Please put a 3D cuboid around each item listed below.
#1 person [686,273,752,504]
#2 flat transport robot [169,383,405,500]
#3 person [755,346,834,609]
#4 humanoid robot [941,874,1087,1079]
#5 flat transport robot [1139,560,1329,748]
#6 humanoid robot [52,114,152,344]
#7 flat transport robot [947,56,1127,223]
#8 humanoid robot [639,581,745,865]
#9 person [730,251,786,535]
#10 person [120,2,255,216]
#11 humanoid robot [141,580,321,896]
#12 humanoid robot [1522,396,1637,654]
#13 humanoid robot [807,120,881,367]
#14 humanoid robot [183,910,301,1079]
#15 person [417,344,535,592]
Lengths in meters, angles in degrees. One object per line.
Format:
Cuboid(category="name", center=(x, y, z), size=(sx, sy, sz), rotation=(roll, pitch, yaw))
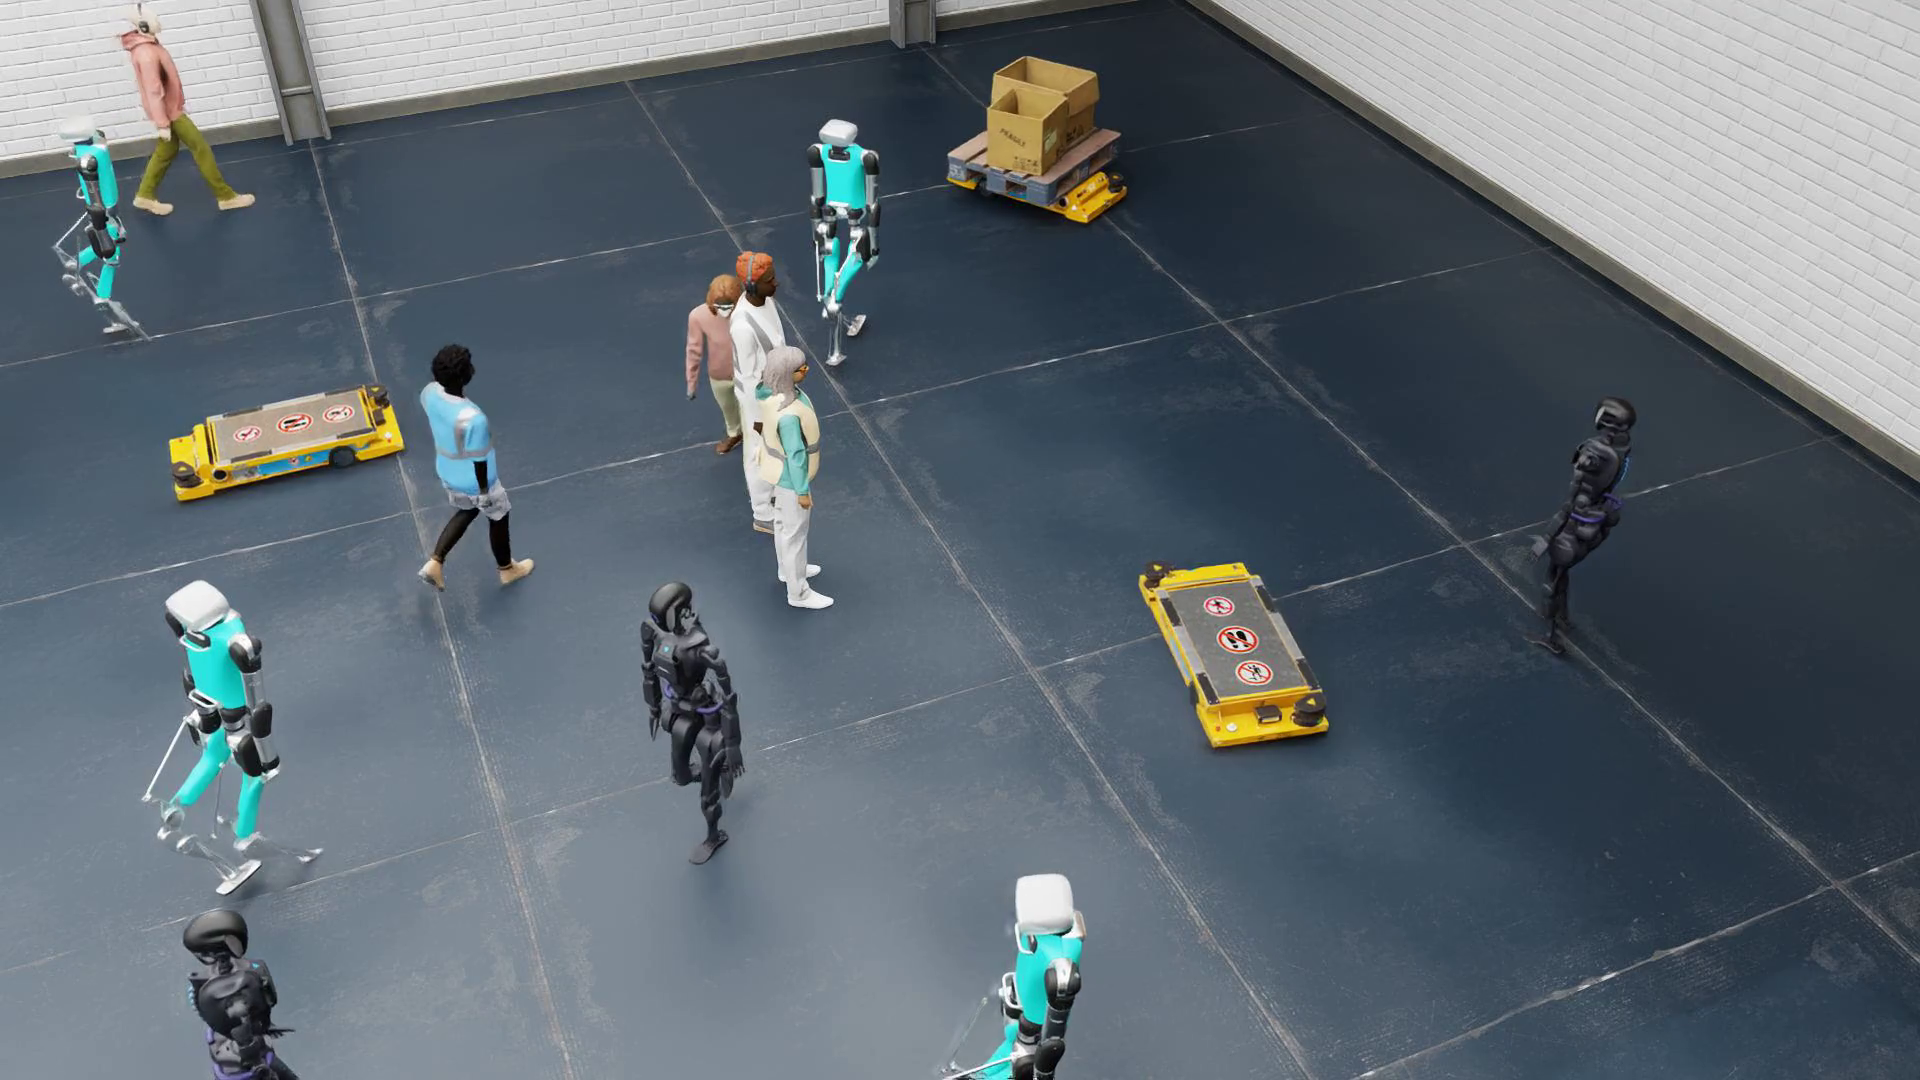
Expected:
Cuboid(category="person", center=(-1.438, -1.038, 10.551), size=(0.560, 1.568, 0.926), rotation=(-1, 38, -2))
Cuboid(category="flat transport robot", center=(-4.518, -0.670, 11.146), size=(1.431, 0.231, 0.659), rotation=(-15, 40, -19))
Cuboid(category="person", center=(-0.977, -0.361, 9.561), size=(0.364, 1.709, 0.468), rotation=(-10, 39, -12))
Cuboid(category="humanoid robot", center=(-0.007, 1.993, 6.495), size=(0.970, 1.769, 0.537), rotation=(-5, 38, -6))
Cuboid(category="flat transport robot", center=(1.539, 0.599, 9.494), size=(0.659, 0.231, 1.431), rotation=(-7, 38, -9))
Cuboid(category="humanoid robot", center=(-6.259, -2.124, 11.878), size=(0.744, 1.838, 0.562), rotation=(-9, 39, -12))
Cuboid(category="flat transport robot", center=(0.657, -3.103, 14.313), size=(1.431, 0.231, 0.659), rotation=(23, 43, 27))
Cuboid(category="humanoid robot", center=(-1.220, 0.833, 8.045), size=(0.596, 1.644, 0.530), rotation=(22, 43, 26))
Cuboid(category="person", center=(-1.182, -0.892, 10.112), size=(0.356, 1.882, 0.574), rotation=(3, 38, 4))
Cuboid(category="person", center=(-6.513, -3.506, 13.582), size=(0.928, 1.800, 0.537), rotation=(-14, 40, -18))
Cuboid(category="humanoid robot", center=(-3.496, 1.058, 7.719), size=(0.553, 1.806, 0.781), rotation=(20, 42, 24))
Cuboid(category="humanoid robot", center=(3.413, -0.077, 9.217), size=(0.599, 1.657, 0.353), rotation=(-28, 46, -32))
Cuboid(category="humanoid robot", center=(-0.887, -2.003, 11.710), size=(0.545, 1.762, 1.023), rotation=(12, 39, 16))
Cuboid(category="humanoid robot", center=(-2.681, 2.036, 6.488), size=(0.703, 1.624, 0.602), rotation=(-19, 41, -23))
Cuboid(category="person", center=(-2.876, -0.361, 9.579), size=(0.528, 1.678, 0.602), rotation=(26, 44, 30))
